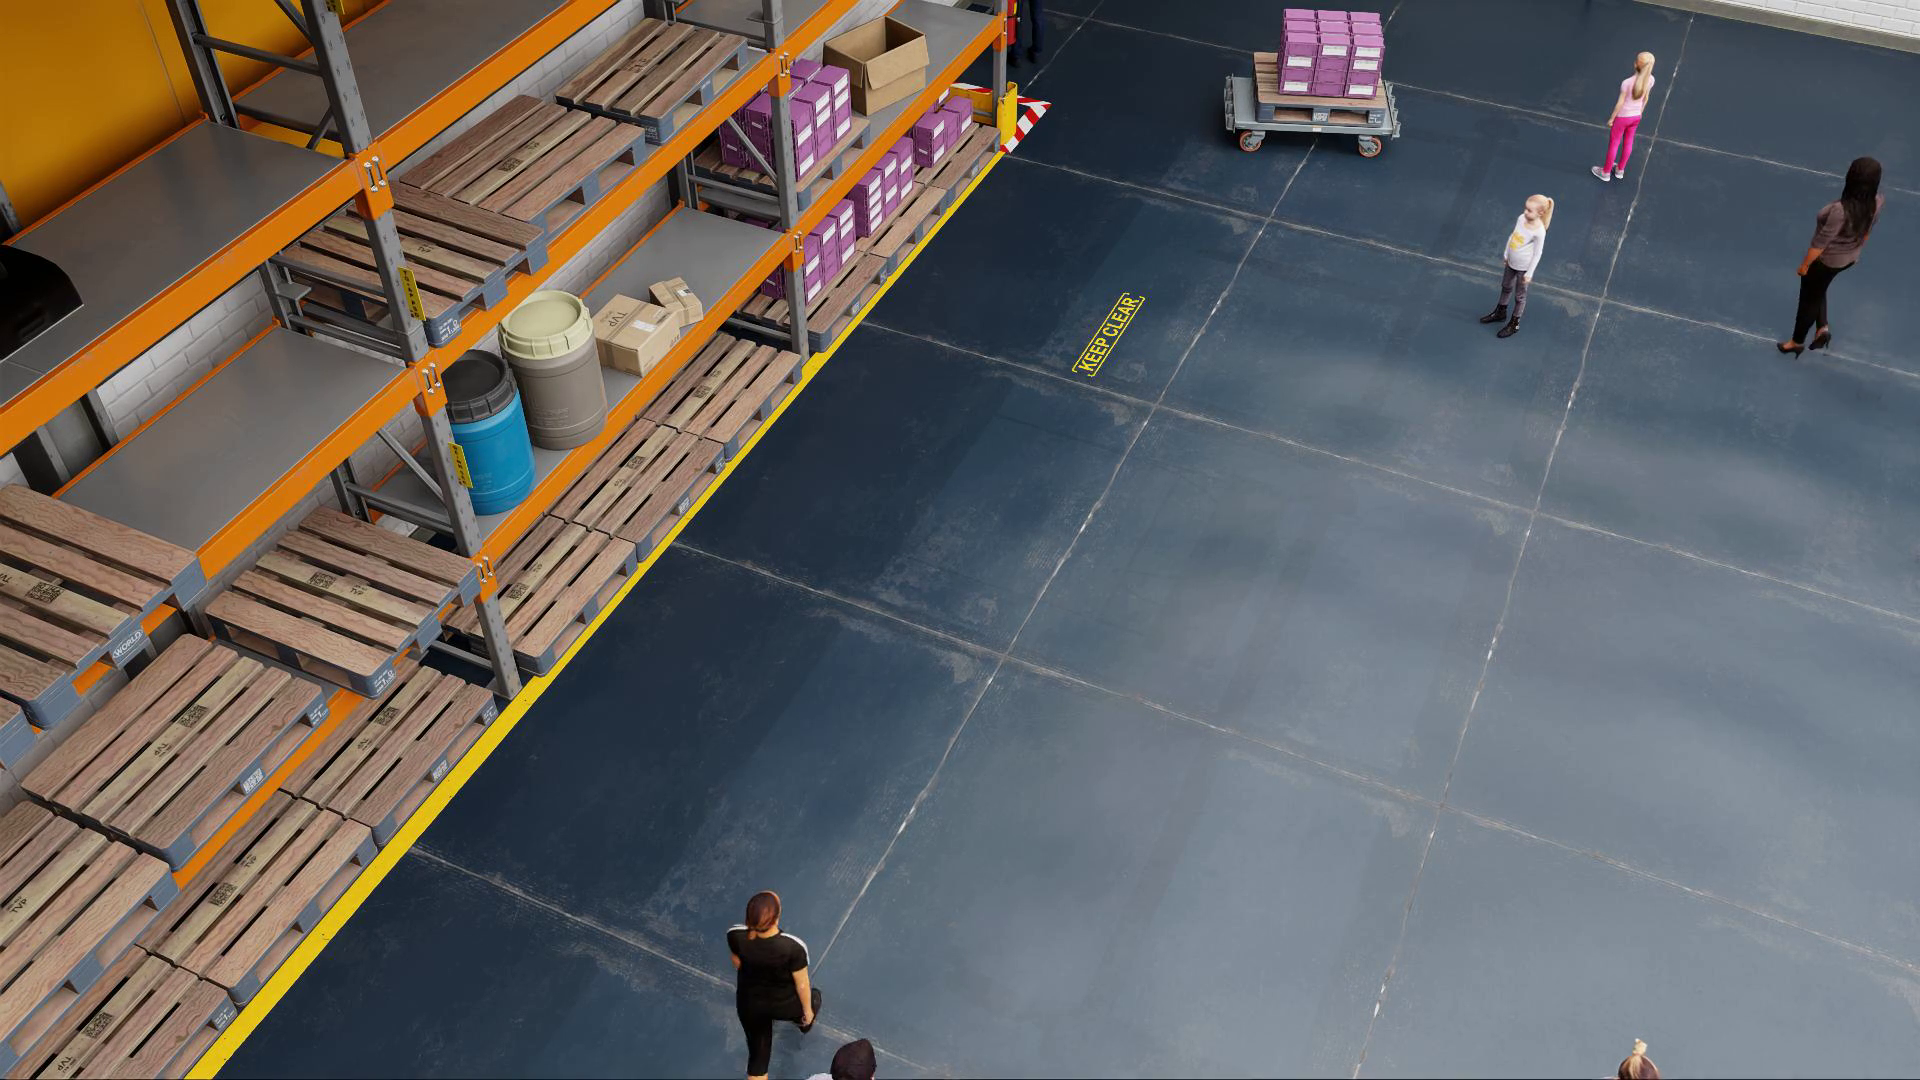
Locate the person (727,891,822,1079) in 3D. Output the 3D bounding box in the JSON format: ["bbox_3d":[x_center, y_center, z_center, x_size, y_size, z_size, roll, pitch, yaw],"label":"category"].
[{"bbox_3d":[-0.988,2.417,8.520,0.764,1.585,1.130,8,44,9],"label":"person"}]

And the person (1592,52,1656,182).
[{"bbox_3d":[6.196,-3.937,15.417,0.583,1.271,0.639,-11,45,-11],"label":"person"}]

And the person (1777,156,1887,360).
[{"bbox_3d":[6.948,-2.152,13.138,0.821,1.831,0.888,-21,47,-20],"label":"person"}]

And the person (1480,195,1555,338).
[{"bbox_3d":[4.613,-2.276,13.668,0.639,1.279,0.584,-16,46,-16],"label":"person"}]

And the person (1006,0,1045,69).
[{"bbox_3d":[0.674,-5.727,16.851,0.715,1.886,0.790,-17,46,-17],"label":"person"}]

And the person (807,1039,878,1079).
[{"bbox_3d":[-0.489,2.958,7.756,0.703,1.856,0.626,15,46,15],"label":"person"}]
